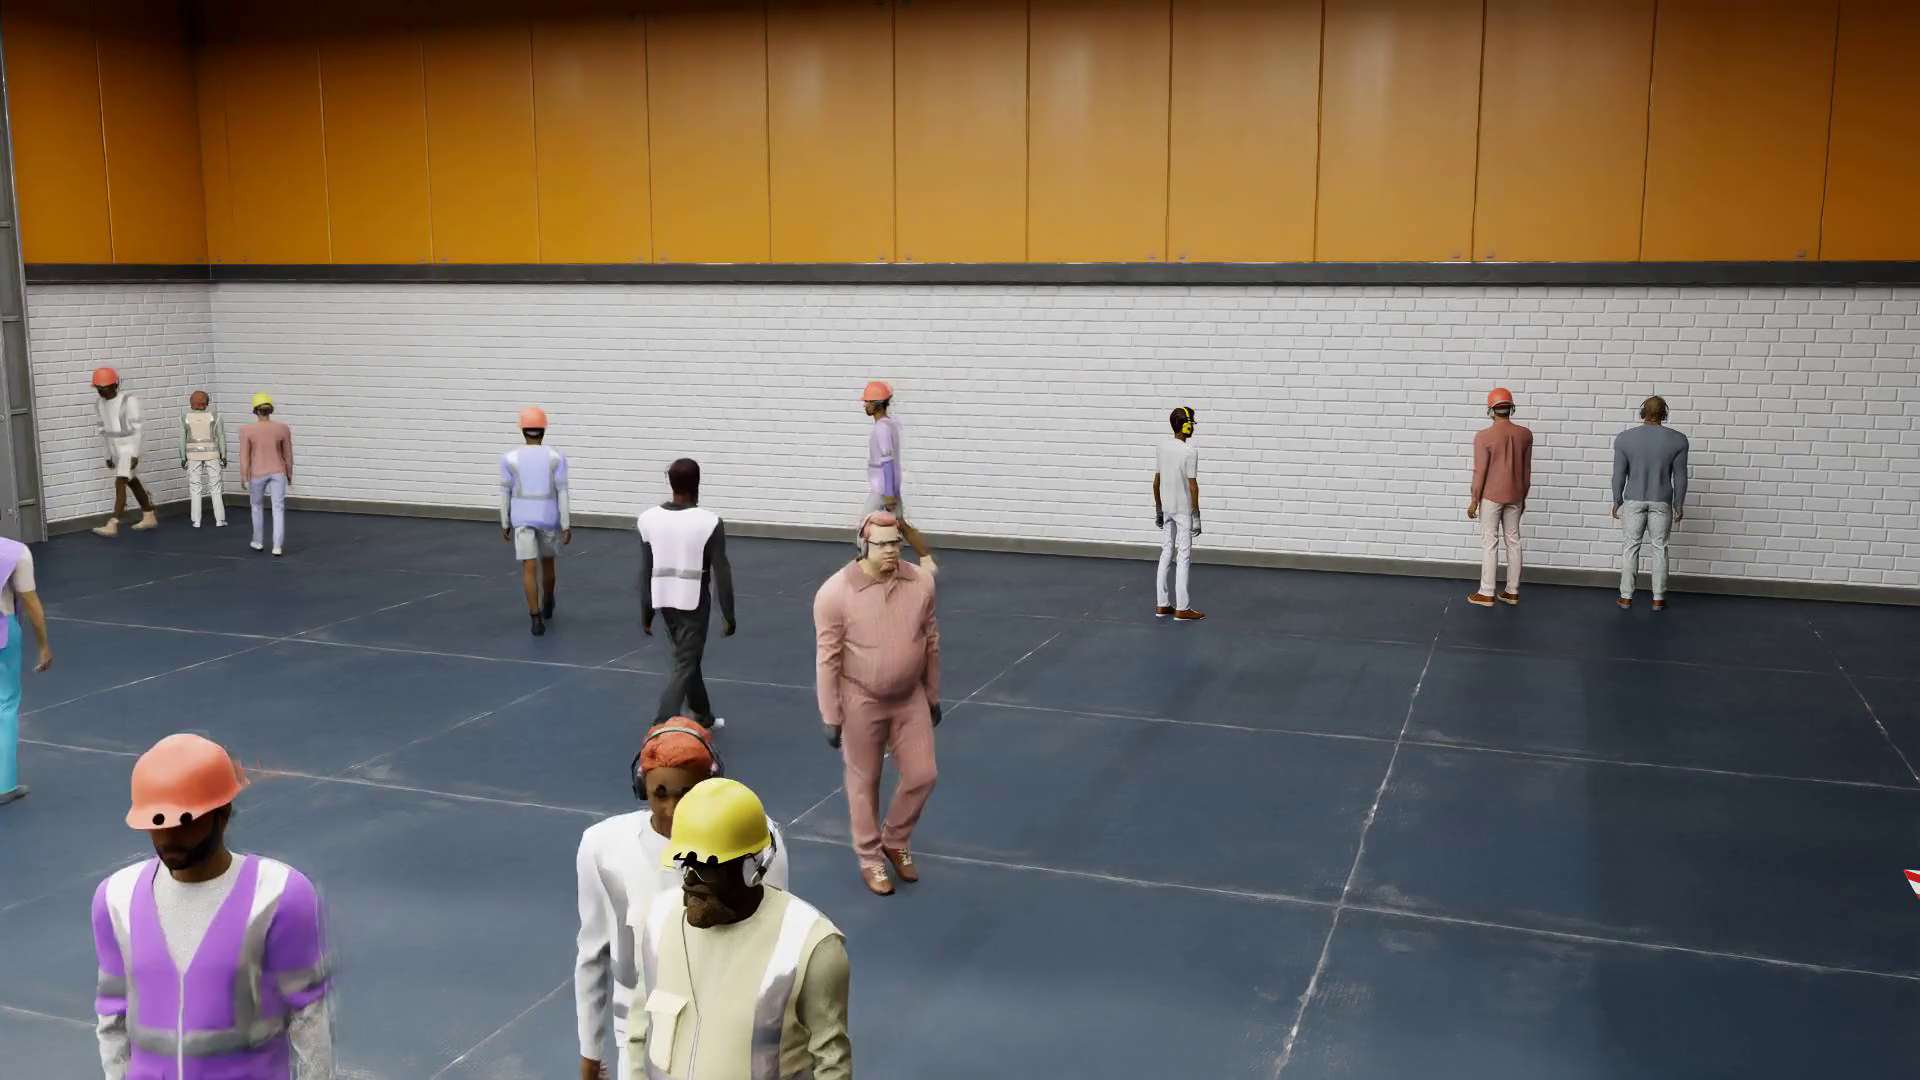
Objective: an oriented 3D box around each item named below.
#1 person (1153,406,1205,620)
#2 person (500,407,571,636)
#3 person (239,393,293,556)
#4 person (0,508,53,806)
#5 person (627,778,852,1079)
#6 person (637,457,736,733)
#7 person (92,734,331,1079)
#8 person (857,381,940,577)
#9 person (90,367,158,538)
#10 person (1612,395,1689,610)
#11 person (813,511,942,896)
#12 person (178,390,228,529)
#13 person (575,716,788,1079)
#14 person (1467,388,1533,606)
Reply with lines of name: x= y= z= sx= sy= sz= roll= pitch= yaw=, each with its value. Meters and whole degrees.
person: x=1.916 y=-0.235 z=14.554 sx=0.312 sy=1.869 sz=0.538 roll=-7 pitch=11 yaw=-37
person: x=-3.616 y=-0.185 z=14.173 sx=0.569 sy=1.888 sz=0.957 roll=-2 pitch=9 yaw=-14
person: x=-7.476 y=-0.713 z=17.899 sx=0.553 sy=1.733 sz=0.784 roll=-6 pitch=11 yaw=-32
person: x=-5.517 y=0.606 z=9.463 sx=0.579 sy=1.830 sz=0.464 roll=-1 pitch=9 yaw=-5
person: x=-0.565 y=1.467 z=4.109 sx=0.600 sy=1.830 sz=0.403 roll=4 pitch=10 yaw=22
person: x=-1.751 y=0.413 z=10.533 sx=0.608 sy=1.877 sz=0.990 roll=4 pitch=10 yaw=22
person: x=-1.880 y=1.400 z=4.258 sx=0.550 sy=1.921 sz=0.622 roll=0 pitch=9 yaw=0
person: x=-0.684 y=-0.546 z=16.117 sx=1.039 sy=2.003 sz=0.628 roll=1 pitch=9 yaw=4
person: x=-9.676 y=-1.009 z=19.131 sx=0.620 sy=1.941 sz=1.115 roll=4 pitch=10 yaw=22
person: x=6.190 y=-0.334 z=14.957 sx=0.635 sy=1.939 sz=0.367 roll=3 pitch=10 yaw=21
person: x=-0.371 y=0.794 z=8.084 sx=0.678 sy=1.891 sz=0.434 roll=-4 pitch=10 yaw=-25
person: x=-8.960 y=-0.950 z=19.702 sx=0.522 sy=1.639 sz=0.306 roll=-3 pitch=10 yaw=-20
person: x=-0.738 y=1.385 z=4.526 sx=0.601 sy=1.859 sz=0.635 roll=-1 pitch=9 yaw=-9
person: x=4.902 y=-0.389 z=15.144 sx=0.609 sy=1.988 sz=0.392 roll=-3 pitch=10 yaw=-17
